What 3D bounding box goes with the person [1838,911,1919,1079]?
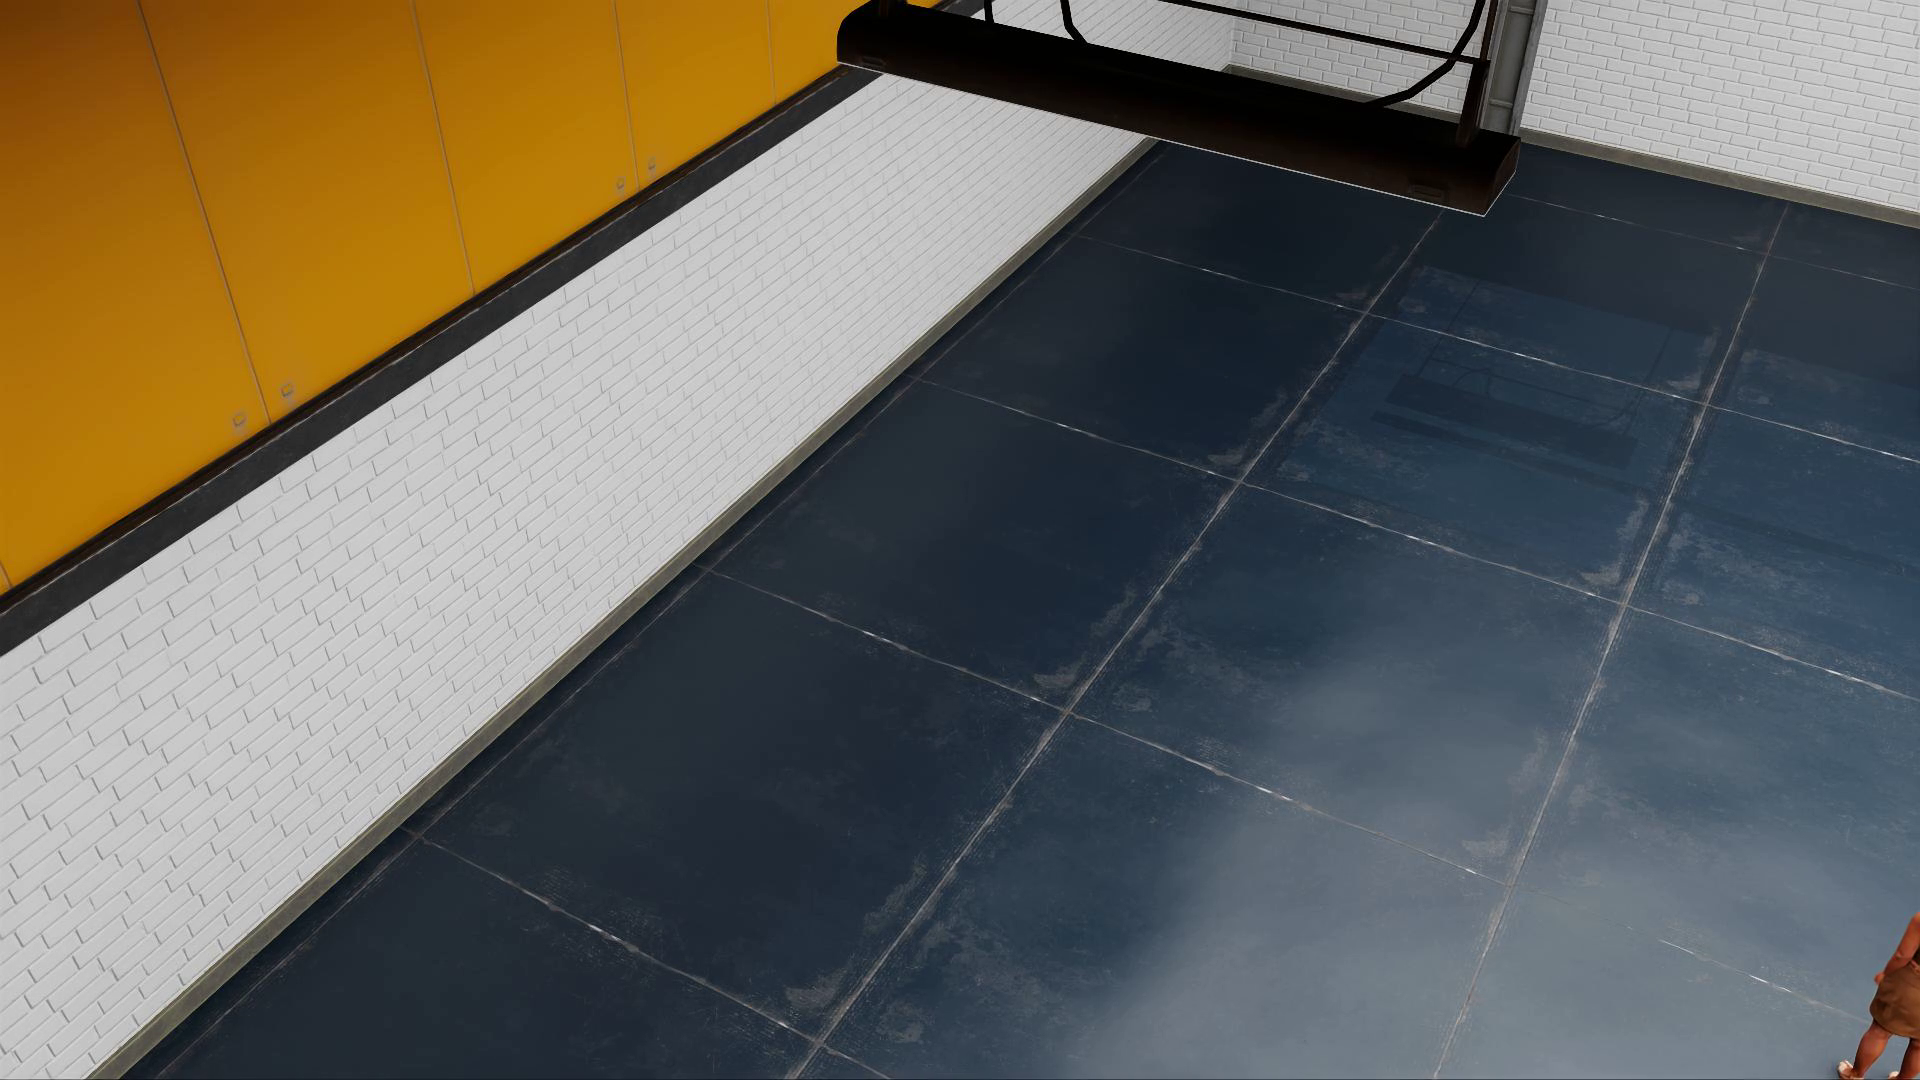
[{"bbox_3d":[4.883,2.283,8.435,0.513,1.690,0.668,11,40,14],"label":"person"}]
